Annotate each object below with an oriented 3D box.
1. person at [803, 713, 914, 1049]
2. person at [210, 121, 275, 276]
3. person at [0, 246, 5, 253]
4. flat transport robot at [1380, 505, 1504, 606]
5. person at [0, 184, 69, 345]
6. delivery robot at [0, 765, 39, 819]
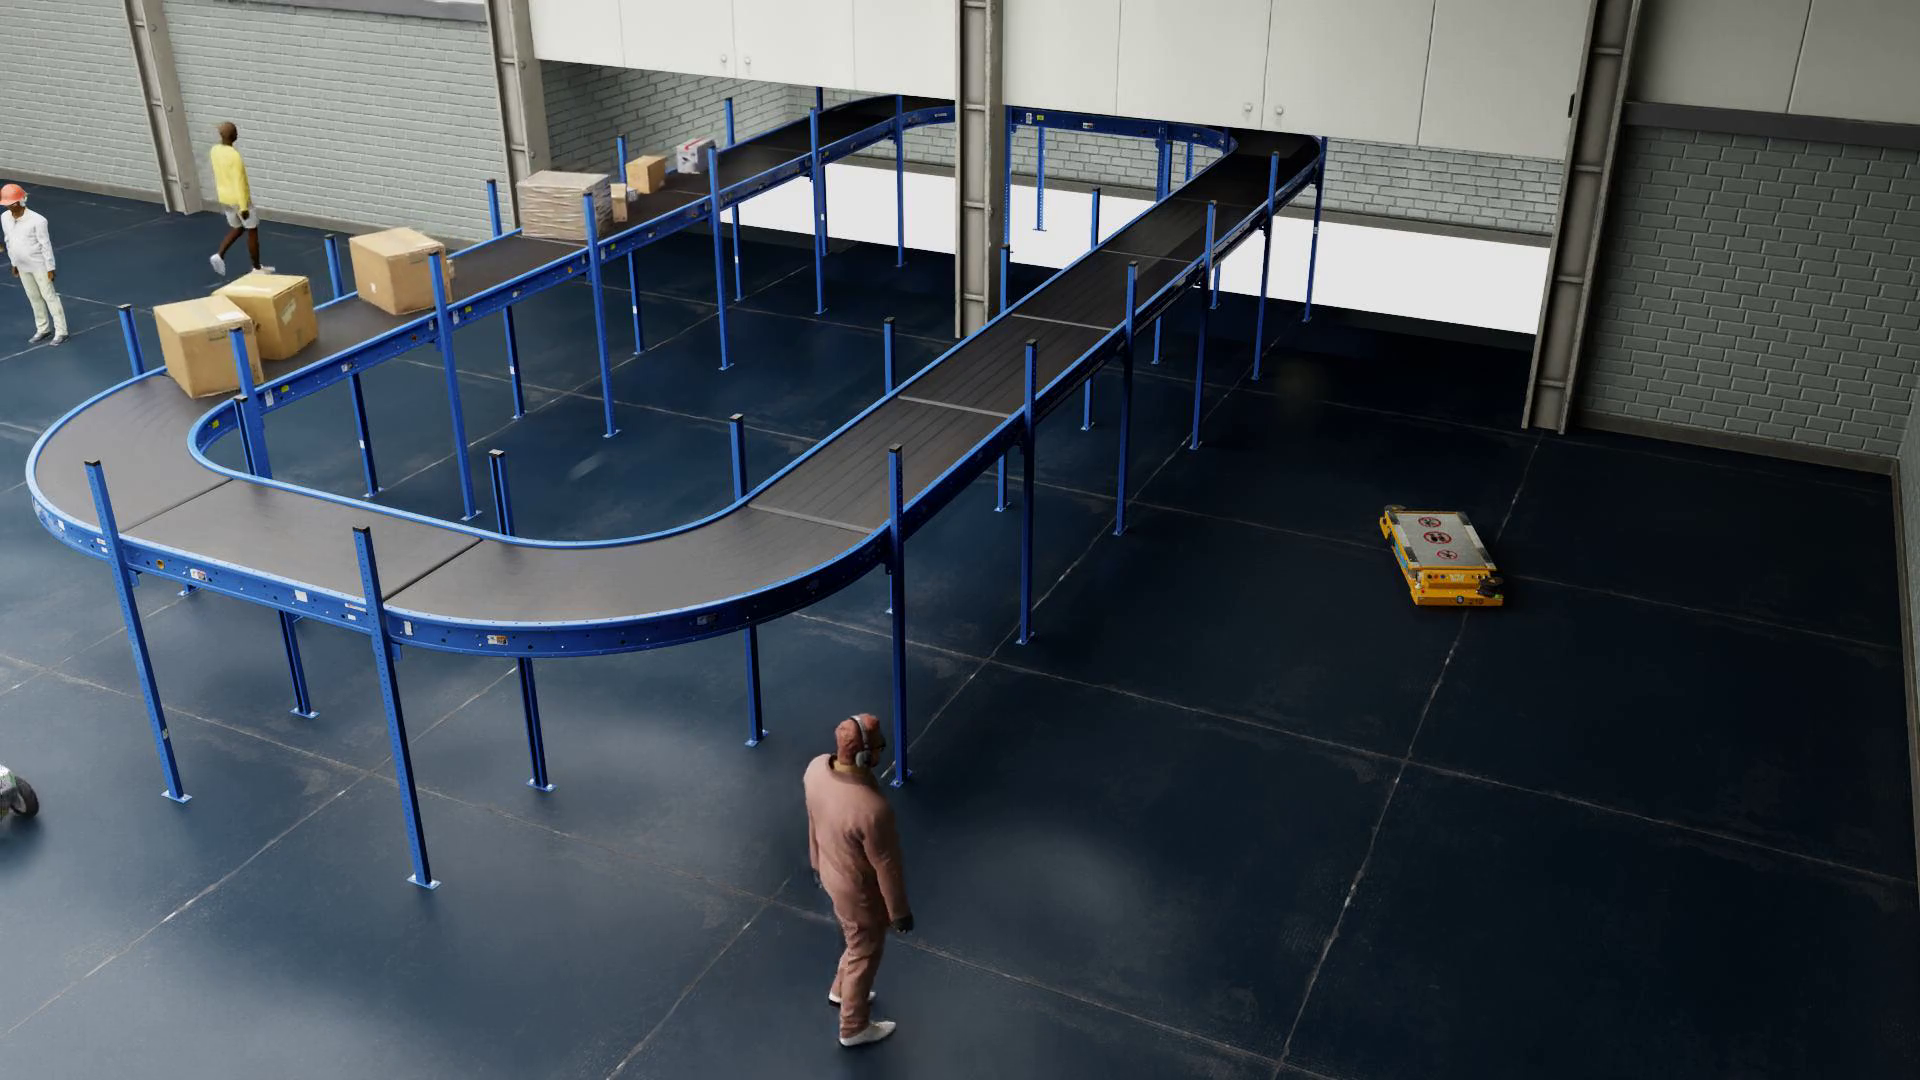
[{"bbox_3d":[-0.475,1.695,8.246,0.468,1.891,0.651,-13,29,-24],"label":"person"},{"bbox_3d":[-8.644,-4.020,19.760,0.556,1.879,0.638,15,30,28],"label":"person"},{"bbox_3d":[-12.349,-4.502,20.670,0.371,1.940,0.627,22,34,38],"label":"person"},{"bbox_3d":[3.817,0.115,13.244,0.659,0.231,1.431,1,26,1],"label":"flat transport robot"},{"bbox_3d":[-9.912,-2.941,17.744,0.561,1.743,0.347,8,27,16],"label":"person"},{"bbox_3d":[-6.065,1.517,10.120,0.817,0.614,0.499,15,30,27],"label":"delivery robot"}]
